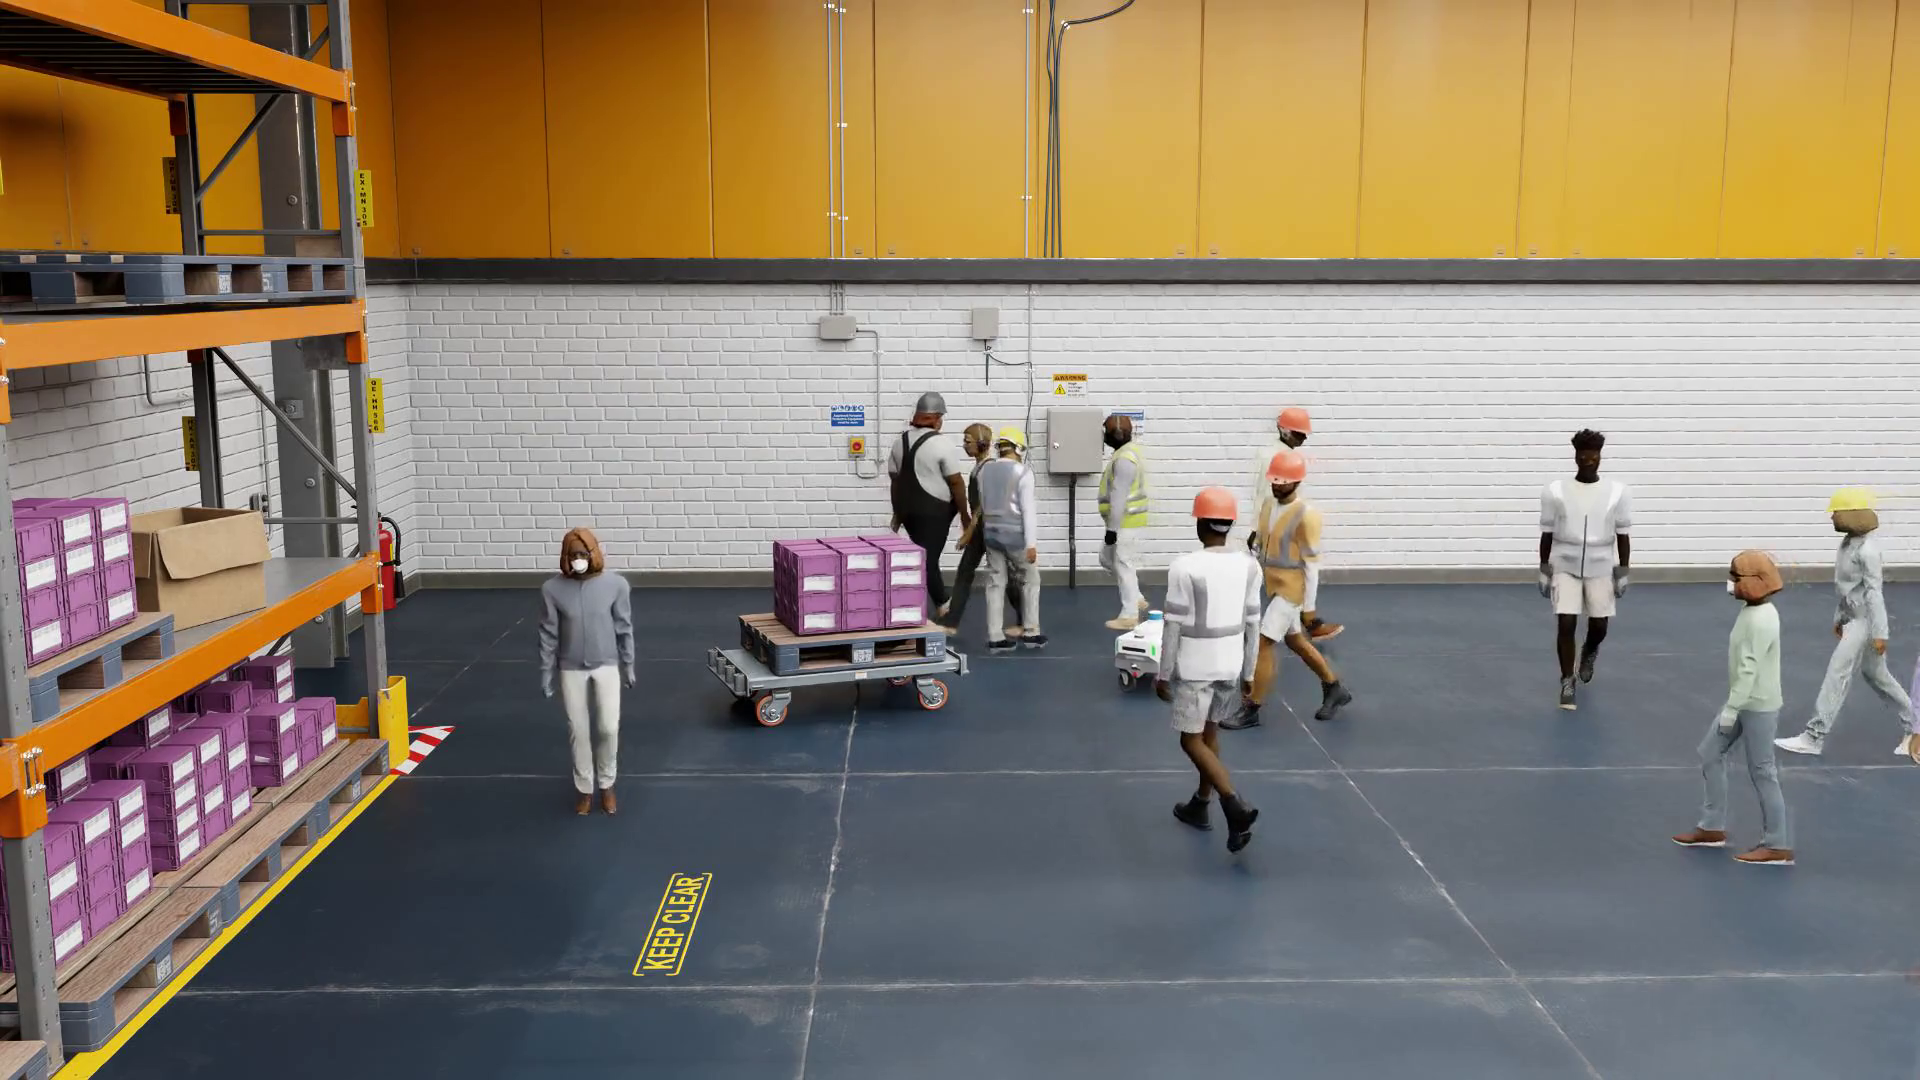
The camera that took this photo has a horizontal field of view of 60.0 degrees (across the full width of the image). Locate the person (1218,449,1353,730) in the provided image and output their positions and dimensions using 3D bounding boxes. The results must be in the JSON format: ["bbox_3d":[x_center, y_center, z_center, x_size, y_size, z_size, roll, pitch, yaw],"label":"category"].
[{"bbox_3d":[2.214,0.314,10.980,0.965,1.889,0.563,-3,10,-16],"label":"person"}]

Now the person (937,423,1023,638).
[{"bbox_3d":[0.209,-0.063,13.591,0.947,1.795,0.494,-2,10,-13],"label":"person"}]

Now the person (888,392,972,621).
[{"bbox_3d":[-0.186,-0.273,14.101,0.953,2.000,0.699,-8,12,-41],"label":"person"}]

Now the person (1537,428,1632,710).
[{"bbox_3d":[4.349,0.178,11.621,0.609,1.946,0.665,3,10,17],"label":"person"}]

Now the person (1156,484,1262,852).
[{"bbox_3d":[1.352,0.669,8.734,0.548,1.912,0.814,-5,10,-26],"label":"person"}]

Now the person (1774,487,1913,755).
[{"bbox_3d":[5.646,0.518,10.318,0.902,1.689,0.526,3,10,15],"label":"person"}]

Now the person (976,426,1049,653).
[{"bbox_3d":[0.441,-0.006,13.229,0.656,1.792,0.682,9,13,42],"label":"person"}]

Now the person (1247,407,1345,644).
[{"bbox_3d":[2.643,-0.126,13.541,1.056,1.917,0.706,4,10,24],"label":"person"}]

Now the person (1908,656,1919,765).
[{"bbox_3d":[4.717,0.863,7.607,0.633,1.902,1.016,7,11,35],"label":"person"}]

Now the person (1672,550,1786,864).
[{"bbox_3d":[3.961,0.855,8.506,0.651,1.610,0.513,2,10,14],"label":"person"}]

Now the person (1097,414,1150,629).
[{"bbox_3d":[1.367,-0.149,14.008,0.435,1.828,0.642,1,9,6],"label":"person"}]

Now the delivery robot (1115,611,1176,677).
[{"bbox_3d":[1.411,0.755,12.049,0.477,0.478,0.707,6,11,32],"label":"delivery robot"}]

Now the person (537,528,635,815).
[{"bbox_3d":[-2.066,0.738,9.190,0.520,1.616,0.436,-1,9,-8],"label":"person"}]
